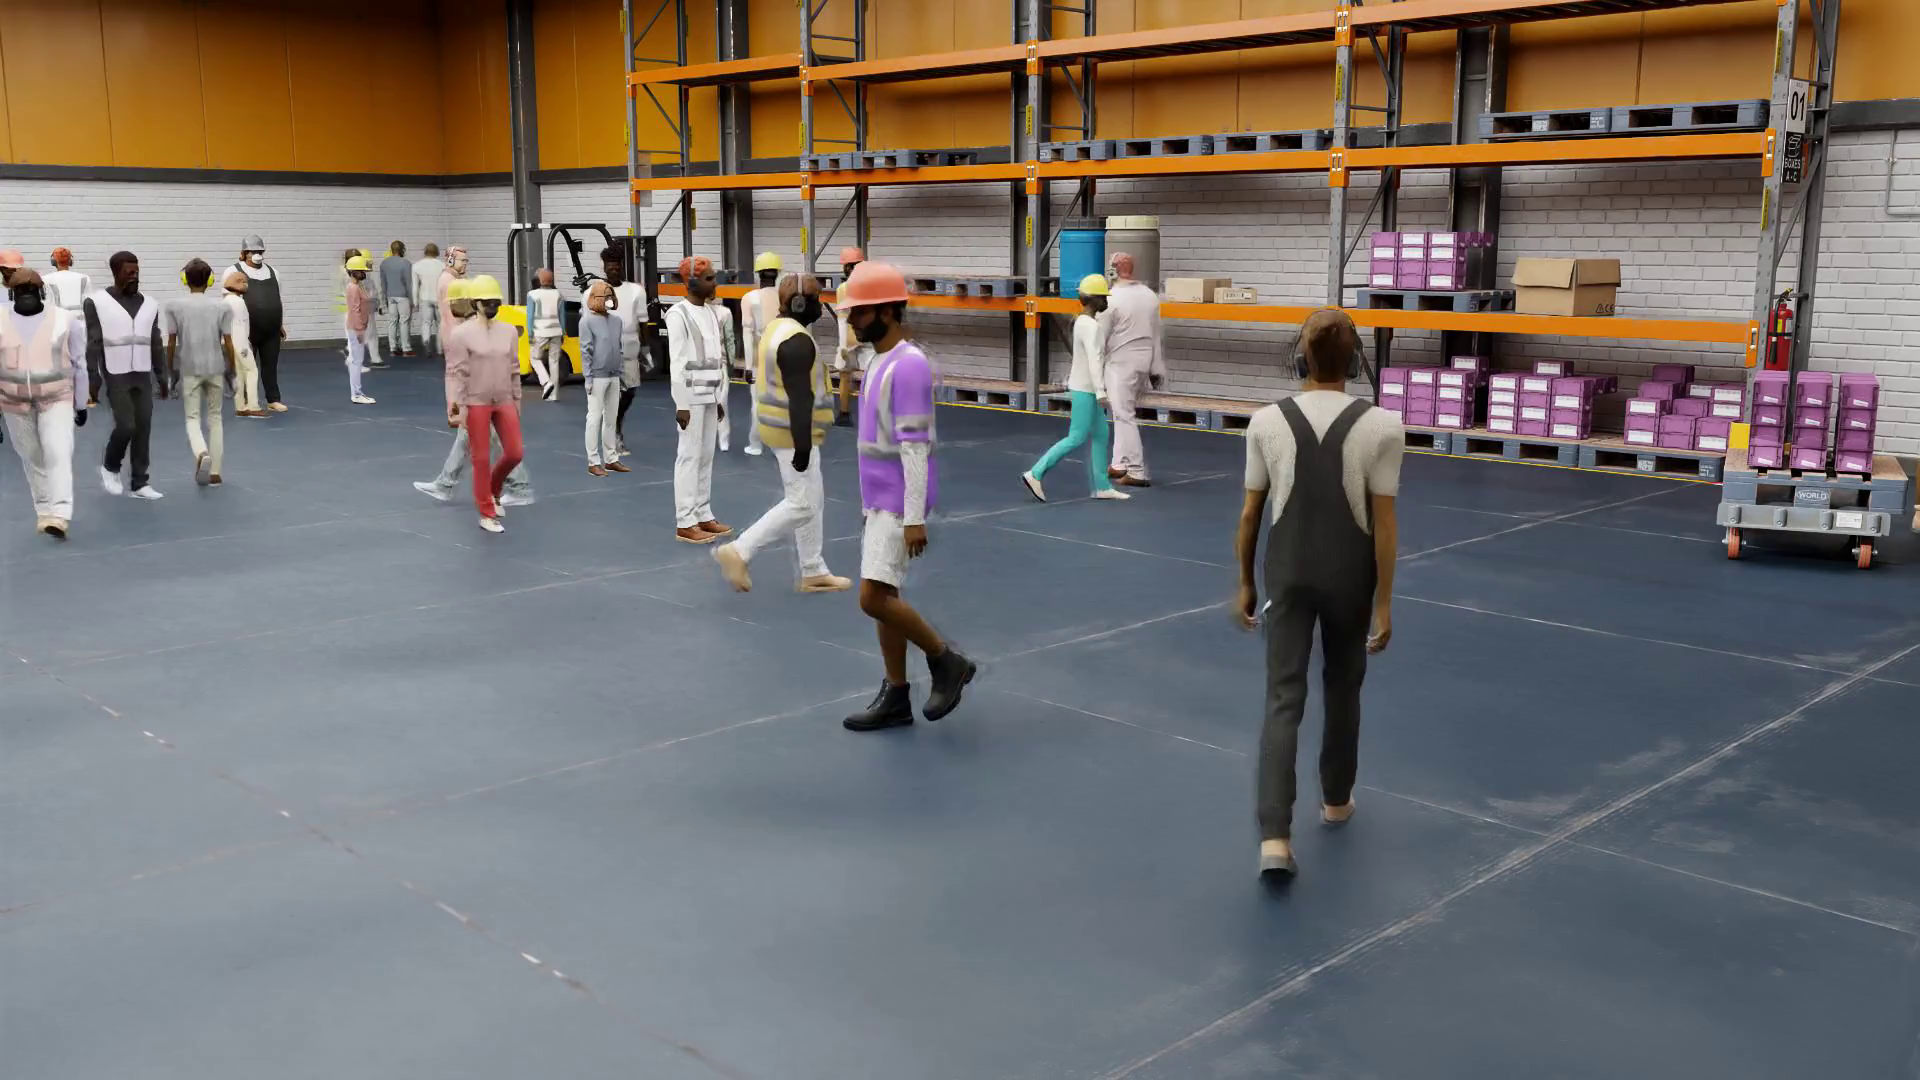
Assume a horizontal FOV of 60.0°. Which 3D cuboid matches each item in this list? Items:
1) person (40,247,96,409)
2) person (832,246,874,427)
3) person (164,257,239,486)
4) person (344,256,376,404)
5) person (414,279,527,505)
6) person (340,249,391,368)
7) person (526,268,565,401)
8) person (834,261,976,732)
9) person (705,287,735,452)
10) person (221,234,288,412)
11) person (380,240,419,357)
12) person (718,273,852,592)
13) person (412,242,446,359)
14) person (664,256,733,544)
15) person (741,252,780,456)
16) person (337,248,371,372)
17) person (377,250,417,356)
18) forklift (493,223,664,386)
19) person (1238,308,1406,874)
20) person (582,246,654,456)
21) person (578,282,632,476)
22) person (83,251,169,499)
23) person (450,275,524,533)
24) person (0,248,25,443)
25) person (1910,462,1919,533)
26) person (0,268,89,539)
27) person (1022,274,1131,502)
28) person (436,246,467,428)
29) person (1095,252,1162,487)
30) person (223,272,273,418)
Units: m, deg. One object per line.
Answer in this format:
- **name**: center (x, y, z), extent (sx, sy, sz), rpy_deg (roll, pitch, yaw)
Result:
- **person**: center (-10.416, -2.471, 19.446), extent (0.339, 1.882, 0.584), rpy_deg (9, 14, 40)
- **person**: center (-1.045, -2.106, 17.375), extent (0.547, 1.916, 0.840), rpy_deg (-9, 13, -39)
- **person**: center (-6.058, -1.325, 13.295), extent (0.535, 1.850, 0.633), rpy_deg (-5, 12, -26)
- **person**: center (-7.249, -2.528, 20.080), extent (0.313, 1.767, 0.534), rpy_deg (-4, 11, -20)
- **person**: center (-3.685, -1.083, 12.368), extent (0.899, 1.688, 0.496), rpy_deg (-1, 10, -6)
- **person**: center (-9.131, -3.532, 25.428), extent (0.671, 1.815, 0.604), rpy_deg (-2, 11, -12)
- **person**: center (-5.005, -2.479, 20.186), extent (0.518, 1.630, 0.414), rpy_deg (-8, 13, -38)
- **person**: center (-0.259, -0.155, 6.713), extent (0.482, 1.920, 0.581), rpy_deg (-4, 11, -20)
- **person**: center (-2.370, -1.626, 15.577), extent (0.523, 1.619, 0.588), rpy_deg (-1, 10, -5)
- **person**: center (-7.980, -2.457, 18.944), extent (0.536, 2.000, 0.673), rpy_deg (9, 13, 39)
- **person**: center (-9.377, -4.028, 27.792), extent (0.632, 1.936, 0.359), rpy_deg (4, 11, 23)
- **person**: center (-0.977, -0.574, 9.266), extent (0.680, 1.819, 0.631), rpy_deg (-2, 11, -13)
- **person**: center (-8.583, -3.881, 27.065), extent (0.647, 1.914, 0.789), rpy_deg (-2, 11, -9)
- **person**: center (-1.732, -0.926, 11.020), extent (0.343, 1.882, 0.586), rpy_deg (3, 11, 16)
- **person**: center (-1.677, -1.638, 14.941), extent (0.605, 1.879, 1.007), rpy_deg (-6, 12, -28)
- **person**: center (-8.966, -3.388, 24.617), extent (0.445, 1.830, 0.648), rpy_deg (-3, 11, -16)
- **person**: center (-9.521, -3.998, 28.113), extent (0.604, 1.758, 0.936), rpy_deg (0, 10, -2)
- **forklift**: center (-5.316, -3.263, 22.920), extent (2.313, 2.155, 1.214), rpy_deg (-10, 14, -44)
- **person**: center (1.145, 0.154, 5.385), extent (0.526, 1.801, 0.968), rpy_deg (4, 11, 19)
- **person**: center (-3.227, -1.779, 15.570), extent (0.622, 1.936, 0.829), rpy_deg (-5, 12, -27)
- **person**: center (-3.007, -1.363, 14.088), extent (0.280, 1.633, 0.500), rpy_deg (6, 12, 28)
- **person**: center (-6.352, -1.248, 12.713), extent (0.445, 1.903, 0.630), rpy_deg (6, 12, 28)
- **person**: center (-3.242, -0.932, 11.402), extent (0.523, 1.758, 0.445), rpy_deg (-10, 14, -43)
- **person**: center (-9.040, -1.818, 15.836), extent (0.849, 1.915, 0.562), rpy_deg (8, 13, 39)
- **person**: center (6.742, -1.039, 11.206), extent (0.615, 2.040, 0.380), rpy_deg (-7, 12, -32)
- **person**: center (-6.189, -0.895, 11.095), extent (0.643, 1.795, 0.939), rpy_deg (-3, 11, -18)
- **person**: center (0.884, -1.143, 12.602), extent (0.790, 1.737, 0.527), rpy_deg (0, 10, 1)
- **person**: center (-5.309, -2.145, 17.620), extent (0.402, 1.904, 0.639), rpy_deg (-3, 11, -16)
- **person**: center (1.265, -1.384, 13.529), extent (0.662, 1.877, 0.780), rpy_deg (-9, 14, -40)
- **person**: center (-7.951, -2.162, 18.477), extent (0.380, 1.623, 0.512), rpy_deg (-9, 14, -40)
